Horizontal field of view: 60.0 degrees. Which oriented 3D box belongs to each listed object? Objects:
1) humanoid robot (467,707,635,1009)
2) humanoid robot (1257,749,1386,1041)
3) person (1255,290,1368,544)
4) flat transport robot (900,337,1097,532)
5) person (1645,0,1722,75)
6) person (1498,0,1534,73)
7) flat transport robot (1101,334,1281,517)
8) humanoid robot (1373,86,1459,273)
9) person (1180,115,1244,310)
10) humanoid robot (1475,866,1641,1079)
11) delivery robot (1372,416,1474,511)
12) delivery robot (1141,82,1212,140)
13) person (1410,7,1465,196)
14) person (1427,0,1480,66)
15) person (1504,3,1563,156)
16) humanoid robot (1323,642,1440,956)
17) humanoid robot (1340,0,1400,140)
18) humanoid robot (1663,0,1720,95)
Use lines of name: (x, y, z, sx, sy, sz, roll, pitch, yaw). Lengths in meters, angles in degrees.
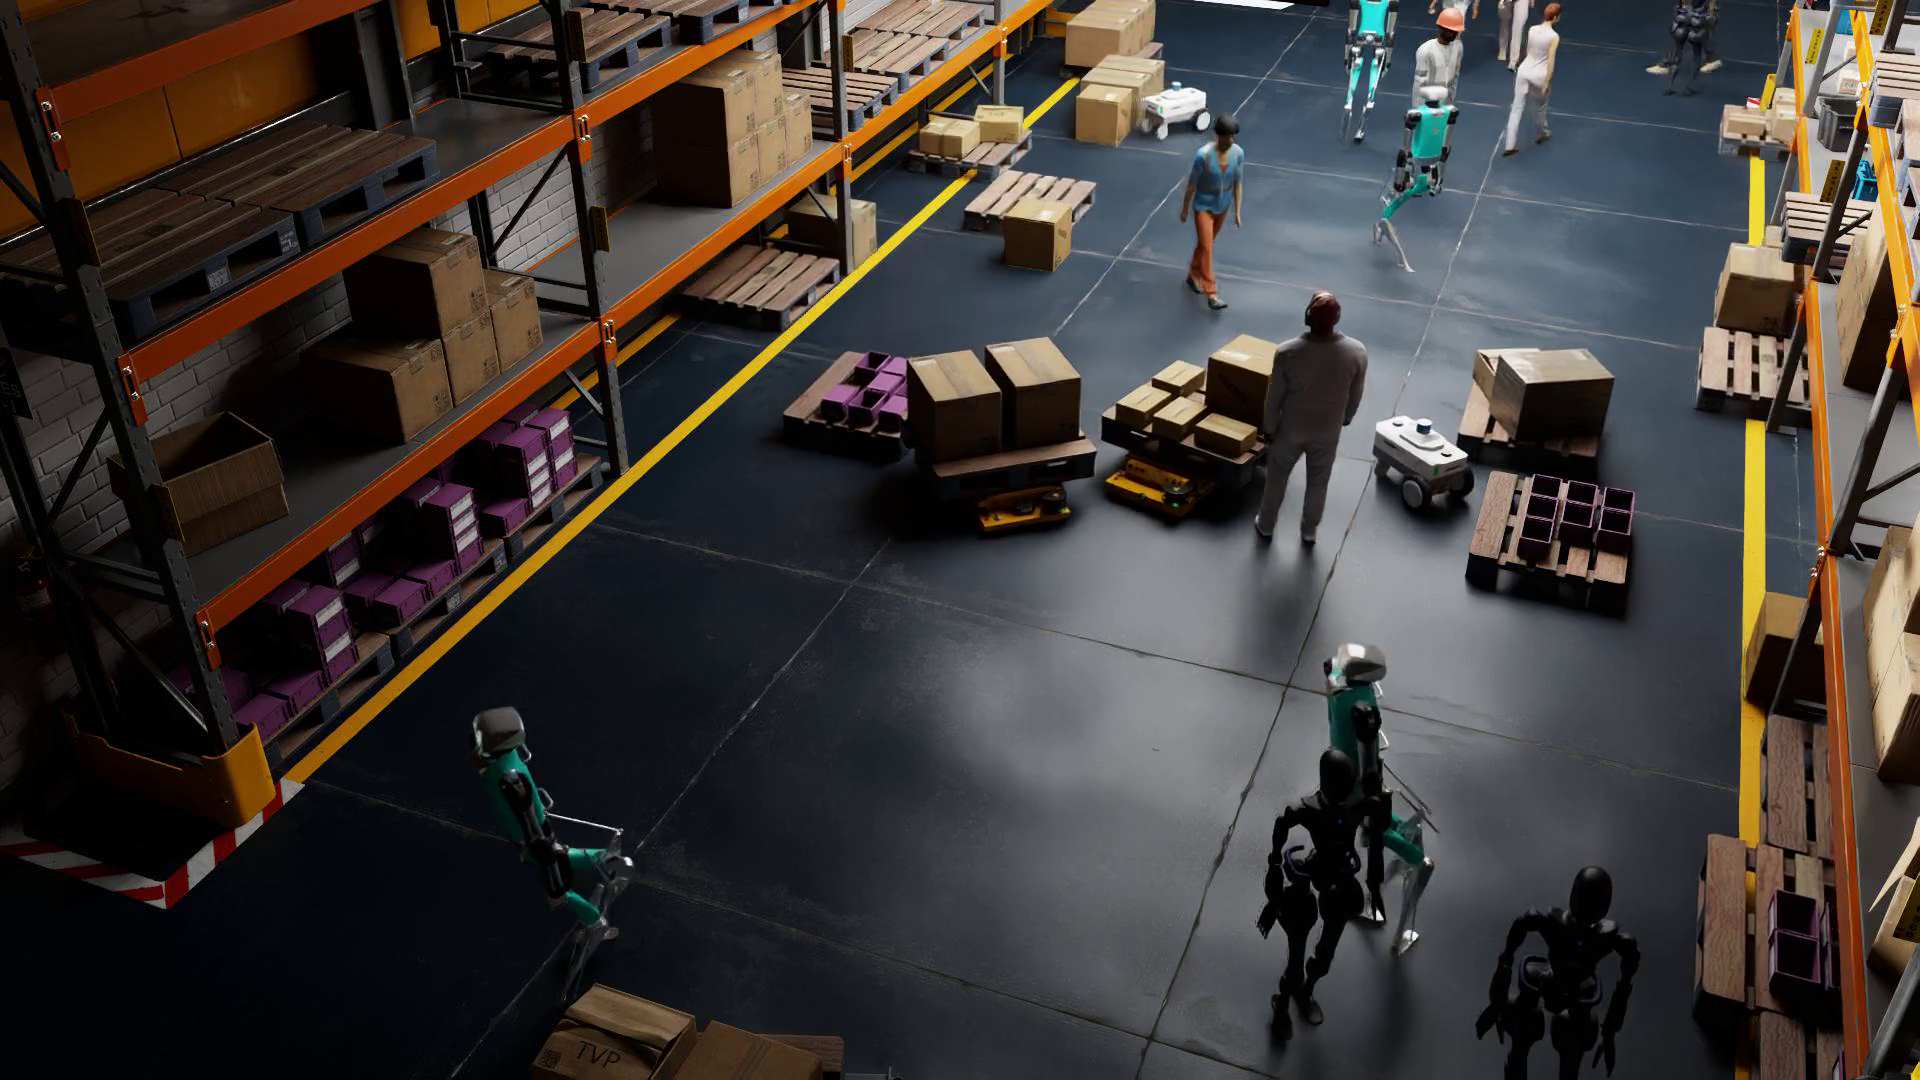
humanoid robot: (-1.833, 1.468, 7.985, 0.822, 1.795, 0.533, -20, 38, -28)
humanoid robot: (1.706, 1.658, 7.732, 0.612, 1.651, 0.413, -5, 33, -8)
person: (2.388, -0.814, 11.355, 0.665, 1.903, 0.458, 1, 33, 2)
flat transport robot: (0.266, -0.532, 12.415, 0.659, 0.231, 1.431, -10, 34, -15)
person: (9.109, -6.598, 20.412, 0.944, 1.789, 0.535, -1, 33, -1)
person: (6.924, -6.757, 20.708, 0.444, 1.713, 0.965, 10, 34, 15)
flat transport robot: (1.766, -0.635, 12.574, 0.659, 0.231, 1.431, 23, 39, 31)
humanoid robot: (4.146, -3.478, 15.645, 0.542, 1.783, 0.914, -12, 35, -17)
person: (2.283, -2.906, 14.747, 0.508, 1.716, 0.925, -12, 35, -18)
humanoid robot: (2.530, 2.065, 7.112, 0.584, 1.637, 0.646, 9, 34, 14)
delivery robot: (3.407, -0.596, 12.257, 0.525, 0.600, 0.772, -17, 37, -24)
delivery robot: (2.468, -4.904, 18.927, 0.781, 0.605, 0.499, -20, 38, -28)
person: (4.853, -4.463, 16.978, 0.545, 1.930, 0.392, -14, 36, -21)
person: (6.037, -6.588, 20.341, 1.007, 1.834, 0.550, -27, 42, -35)
person: (6.330, -5.049, 18.156, 0.865, 1.605, 0.415, -27, 42, -35)
humanoid robot: (2.157, 1.272, 8.276, 0.817, 1.791, 0.585, -4, 33, -6)
humanoid robot: (4.454, -5.169, 18.329, 0.537, 1.879, 0.733, 11, 34, 16)
humanoid robot: (8.726, -6.135, 19.790, 0.420, 1.654, 0.589, -24, 40, -32)
